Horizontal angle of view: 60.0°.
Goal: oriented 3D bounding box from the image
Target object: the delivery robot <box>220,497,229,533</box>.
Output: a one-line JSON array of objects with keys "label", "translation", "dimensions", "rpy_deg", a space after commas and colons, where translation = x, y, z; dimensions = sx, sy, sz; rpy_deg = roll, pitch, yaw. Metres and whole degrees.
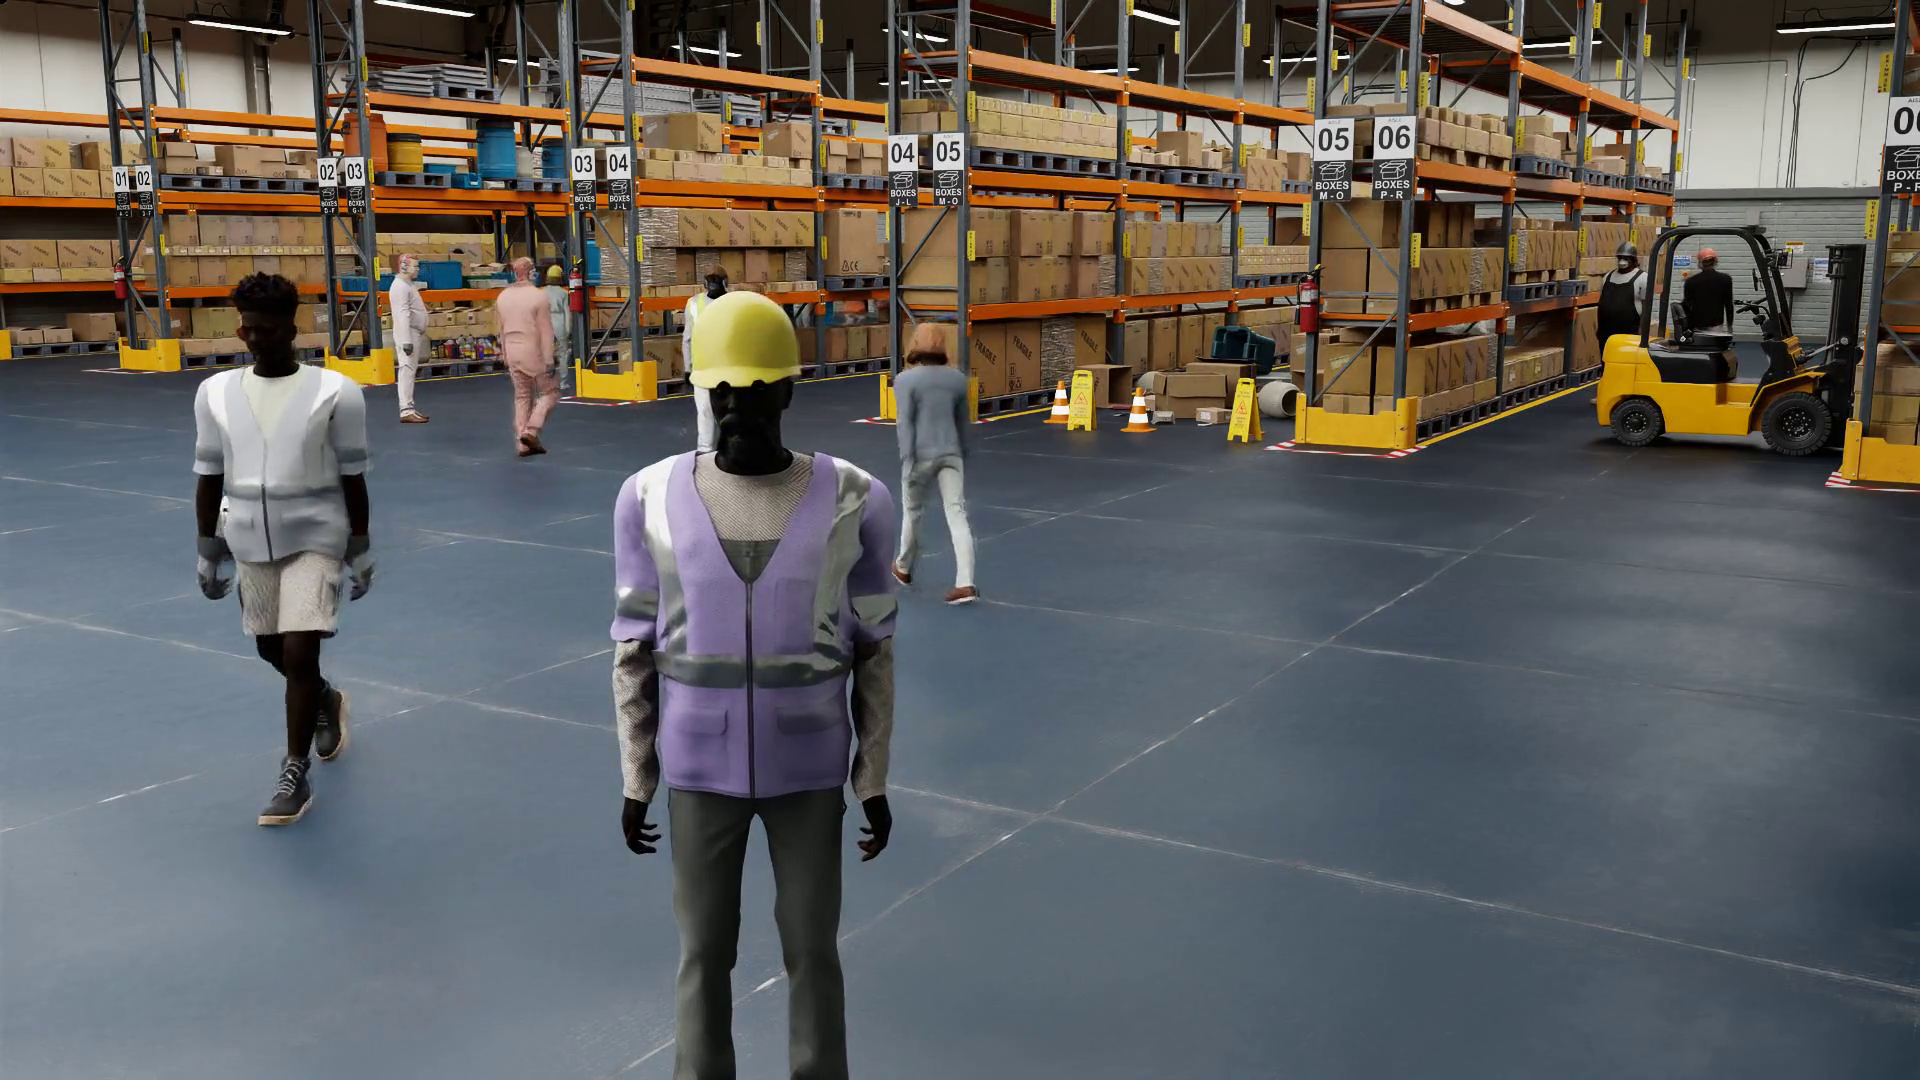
[{"label": "delivery robot", "translation": [-4.438, -0.214, 10.789], "dimensions": [0.477, 0.478, 0.707], "rpy_deg": [4, 11, 22]}]

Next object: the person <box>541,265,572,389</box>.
[{"label": "person", "translation": [-5.587, -2.916, 22.886], "dimensions": [0.489, 1.728, 0.612], "rpy_deg": [1, 10, 3]}]

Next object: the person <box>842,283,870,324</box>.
[{"label": "person", "translation": [-1.765, -3.928, 28.752], "dimensions": [0.552, 1.652, 0.681], "rpy_deg": [4, 11, 22]}]

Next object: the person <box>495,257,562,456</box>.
[{"label": "person", "translation": [-4.077, -1.729, 15.797], "dimensions": [0.665, 1.888, 0.433], "rpy_deg": [5, 11, 28]}]

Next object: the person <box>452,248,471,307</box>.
[{"label": "person", "translation": [-10.493, -5.182, 35.065], "dimensions": [0.597, 1.914, 0.372], "rpy_deg": [7, 12, 35]}]

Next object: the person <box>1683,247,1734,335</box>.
[{"label": "person", "translation": [9.892, -2.883, 22.037], "dimensions": [0.644, 1.970, 0.599], "rpy_deg": [7, 12, 34]}]

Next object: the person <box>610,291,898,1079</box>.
[{"label": "person", "translation": [-0.419, 0.458, 3.442], "dimensions": [0.587, 1.927, 0.368], "rpy_deg": [-1, 10, -4]}]

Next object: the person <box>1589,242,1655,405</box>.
[{"label": "person", "translation": [8.210, -2.679, 20.695], "dimensions": [0.537, 2.000, 0.682], "rpy_deg": [-9, 13, -40]}]

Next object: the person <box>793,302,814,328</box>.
[{"label": "person", "translation": [-2.699, -4.063, 28.752], "dimensions": [0.372, 1.934, 0.627], "rpy_deg": [-8, 13, -37]}]

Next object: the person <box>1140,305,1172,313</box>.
[{"label": "person", "translation": [3.395, -4.085, 28.958], "dimensions": [0.642, 1.905, 0.399], "rpy_deg": [7, 12, 34]}]

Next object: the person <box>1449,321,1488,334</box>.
[{"label": "person", "translation": [9.927, -4.707, 32.471], "dimensions": [1.025, 1.896, 0.640], "rpy_deg": [8, 13, 36]}]

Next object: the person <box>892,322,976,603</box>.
[{"label": "person", "translation": [-0.145, -0.448, 9.510], "dimensions": [0.507, 1.568, 0.923], "rpy_deg": [-5, 11, -26]}]

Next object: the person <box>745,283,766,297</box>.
[{"label": "person", "translation": [-2.095, -1.821, 17.076], "dimensions": [0.366, 1.620, 0.507], "rpy_deg": [-3, 11, -15]}]

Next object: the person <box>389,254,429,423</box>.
[{"label": "person", "translation": [-6.220, -2.282, 18.856], "dimensions": [0.400, 1.905, 0.645], "rpy_deg": [-2, 10, -13]}]

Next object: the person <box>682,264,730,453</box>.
[{"label": "person", "translation": [-2.162, -1.526, 14.803], "dimensions": [0.633, 1.839, 0.429], "rpy_deg": [1, 10, 6]}]

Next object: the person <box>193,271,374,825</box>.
[{"label": "person", "translation": [-2.448, -0.016, 6.090], "dimensions": [0.609, 1.934, 0.921], "rpy_deg": [0, 10, 0]}]

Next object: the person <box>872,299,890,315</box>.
[{"label": "person", "translation": [-1.358, -4.361, 30.996], "dimensions": [0.571, 1.727, 0.649], "rpy_deg": [2, 10, 12]}]

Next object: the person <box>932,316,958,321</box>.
[{"label": "person", "translation": [-0.130, -3.129, 23.865], "dimensions": [0.645, 1.821, 0.381], "rpy_deg": [-5, 11, -25]}]
